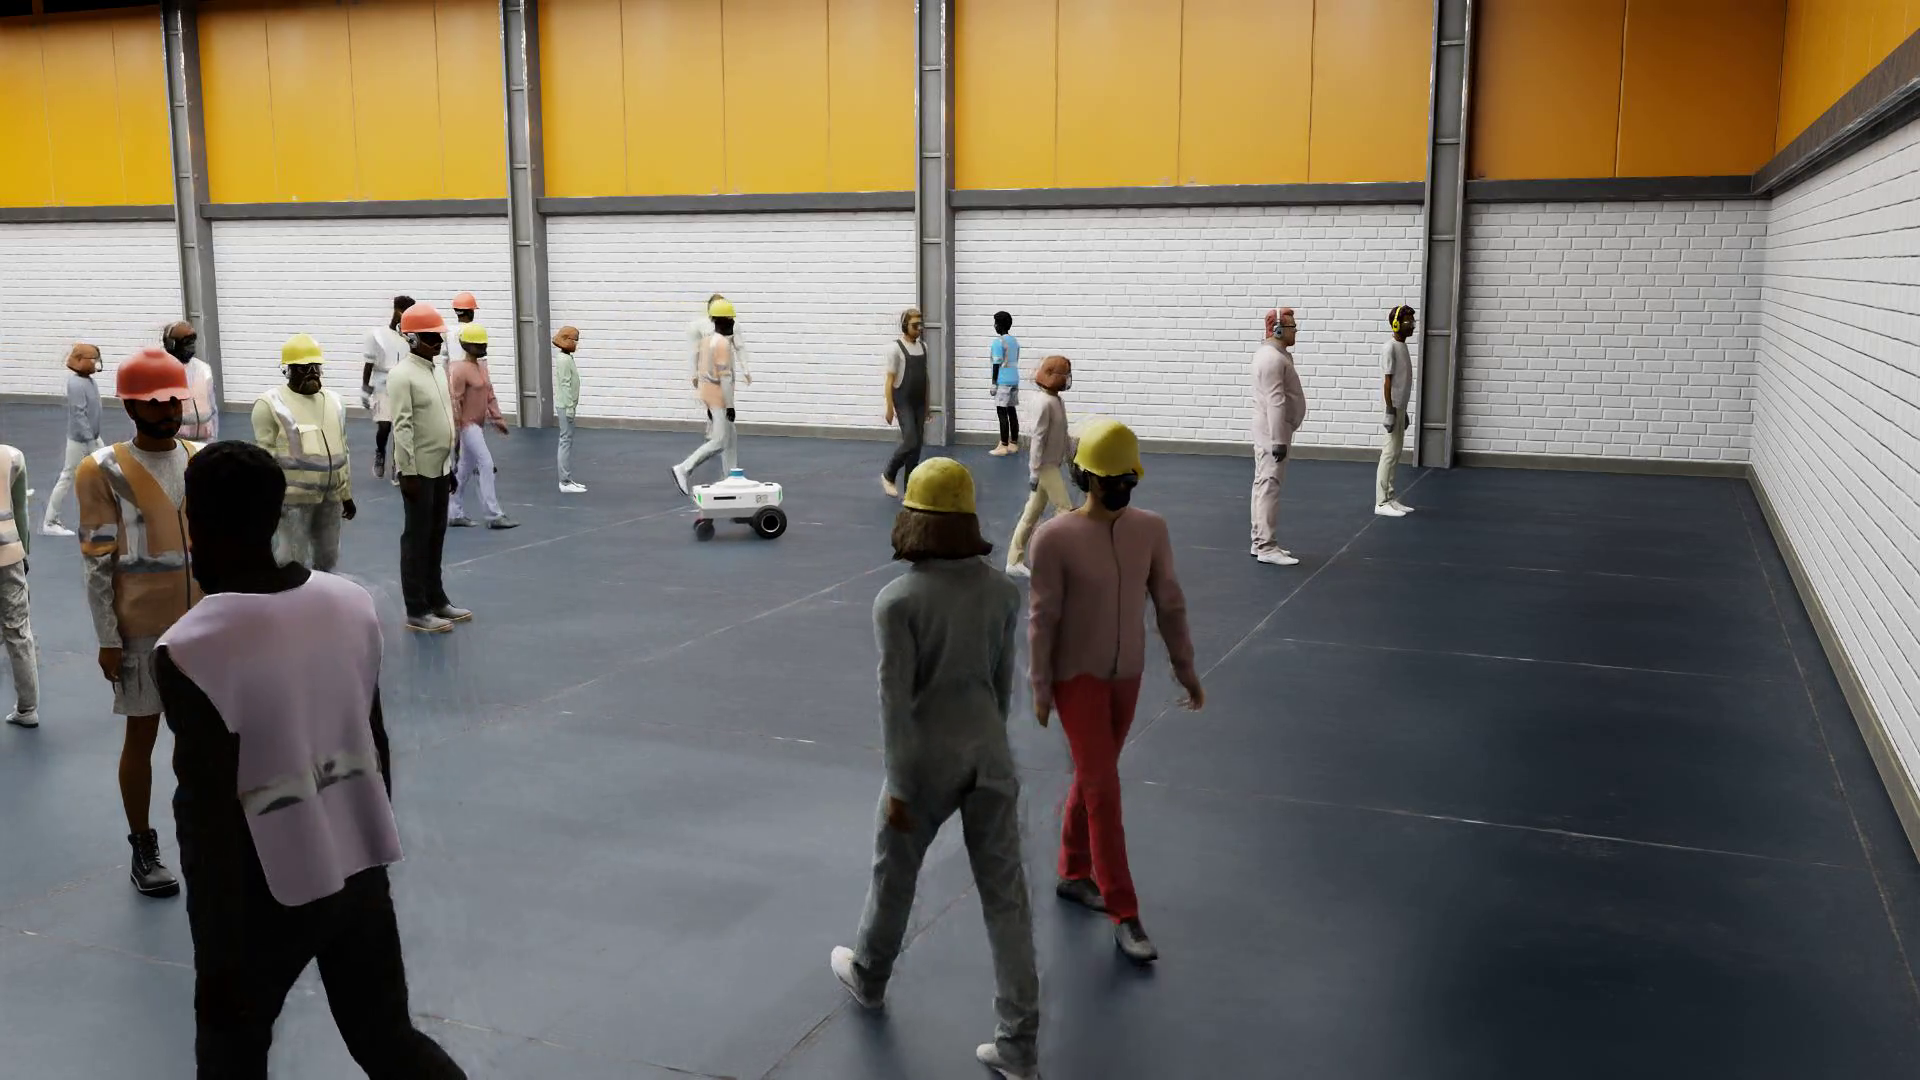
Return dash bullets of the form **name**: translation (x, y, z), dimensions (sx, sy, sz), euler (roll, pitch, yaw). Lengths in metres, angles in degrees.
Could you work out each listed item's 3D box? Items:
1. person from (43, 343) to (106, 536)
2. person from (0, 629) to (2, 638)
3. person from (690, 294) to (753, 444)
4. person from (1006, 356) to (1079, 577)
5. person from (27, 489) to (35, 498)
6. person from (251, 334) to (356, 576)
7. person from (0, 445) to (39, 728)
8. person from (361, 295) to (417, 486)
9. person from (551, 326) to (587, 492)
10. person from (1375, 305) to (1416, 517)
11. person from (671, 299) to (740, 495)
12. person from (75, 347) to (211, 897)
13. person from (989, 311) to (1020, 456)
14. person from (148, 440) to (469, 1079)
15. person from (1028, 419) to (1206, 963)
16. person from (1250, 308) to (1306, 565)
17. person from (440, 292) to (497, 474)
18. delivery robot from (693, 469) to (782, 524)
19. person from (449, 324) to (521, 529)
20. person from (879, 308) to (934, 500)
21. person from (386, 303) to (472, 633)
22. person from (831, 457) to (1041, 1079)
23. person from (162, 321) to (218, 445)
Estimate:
- **person**: translation (-7.177, -0.822, 13.699), dimensions (0.873, 1.583, 0.525), euler (-2, 9, -9)
- **person**: translation (-5.733, -0.165, 9.073), dimensions (0.721, 1.807, 0.674), euler (-1, 9, -6)
- **person**: translation (-2.868, -1.983, 19.858), dimensions (0.656, 1.871, 1.042), euler (-5, 11, -29)
- **person**: translation (0.699, -0.501, 11.717), dimensions (0.843, 1.581, 0.522), euler (3, 10, 15)
- **person**: translation (-9.040, -1.222, 15.344), dimensions (0.782, 1.839, 0.560), euler (-4, 10, -25)
- **person**: translation (-3.755, -0.271, 9.611), dimensions (0.404, 1.833, 0.590), euler (6, 11, 32)
- **person**: translation (-4.589, 0.124, 7.809), dimensions (0.307, 1.639, 0.513), euler (4, 10, 22)
- **person**: translation (-5.748, -1.518, 16.868), dimensions (0.673, 1.929, 0.490), euler (-5, 11, -30)
- **person**: translation (-3.851, -1.286, 16.366), dimensions (0.285, 1.633, 0.498), euler (-2, 10, -14)
- **person**: translation (3.904, -1.150, 14.829), dimensions (0.315, 1.870, 0.533), euler (5, 11, 29)
- **person**: translation (-2.381, -1.355, 15.955), dimensions (0.763, 1.908, 0.587), euler (-3, 10, -18)
- **person**: translation (-2.820, 0.282, 5.946), dimensions (0.361, 1.938, 0.545), euler (6, 11, 34)
- **person**: translation (0.523, -1.831, 19.499), dimensions (0.319, 1.691, 0.531), euler (5, 11, 28)
- **person**: translation (-1.352, 0.724, 3.512), dimensions (0.976, 1.869, 0.645), euler (4, 10, 21)
- **person**: translation (0.520, 0.471, 5.437), dimensions (0.544, 1.719, 0.824), euler (-6, 11, -34)
- **person**: translation (2.377, -0.778, 12.458), dimensions (0.406, 1.911, 0.639), euler (1, 9, 4)
- **person**: translation (-5.250, -1.666, 17.747), dimensions (0.543, 1.939, 0.360), euler (4, 10, 21)
- **delivery robot**: translation (-1.823, -0.341, 13.615), dimensions (0.707, 0.478, 0.477), euler (-2, 10, -14)
- **person**: translation (-4.013, -0.947, 14.022), dimensions (0.780, 1.733, 0.526), euler (1, 9, 4)
- **person**: translation (-0.473, -1.254, 15.588), dimensions (0.430, 1.832, 0.507), euler (7, 12, 38)
- **person**: translation (-3.252, -0.442, 10.159), dimensions (0.382, 1.994, 0.613), euler (1, 9, 6)
- **person**: translation (-0.050, 0.612, 4.694), dimensions (0.485, 1.686, 0.919), euler (-6, 11, -31)
- **person**: translation (-5.793, -0.708, 12.292), dimensions (0.627, 1.821, 0.639), euler (5, 11, 30)
